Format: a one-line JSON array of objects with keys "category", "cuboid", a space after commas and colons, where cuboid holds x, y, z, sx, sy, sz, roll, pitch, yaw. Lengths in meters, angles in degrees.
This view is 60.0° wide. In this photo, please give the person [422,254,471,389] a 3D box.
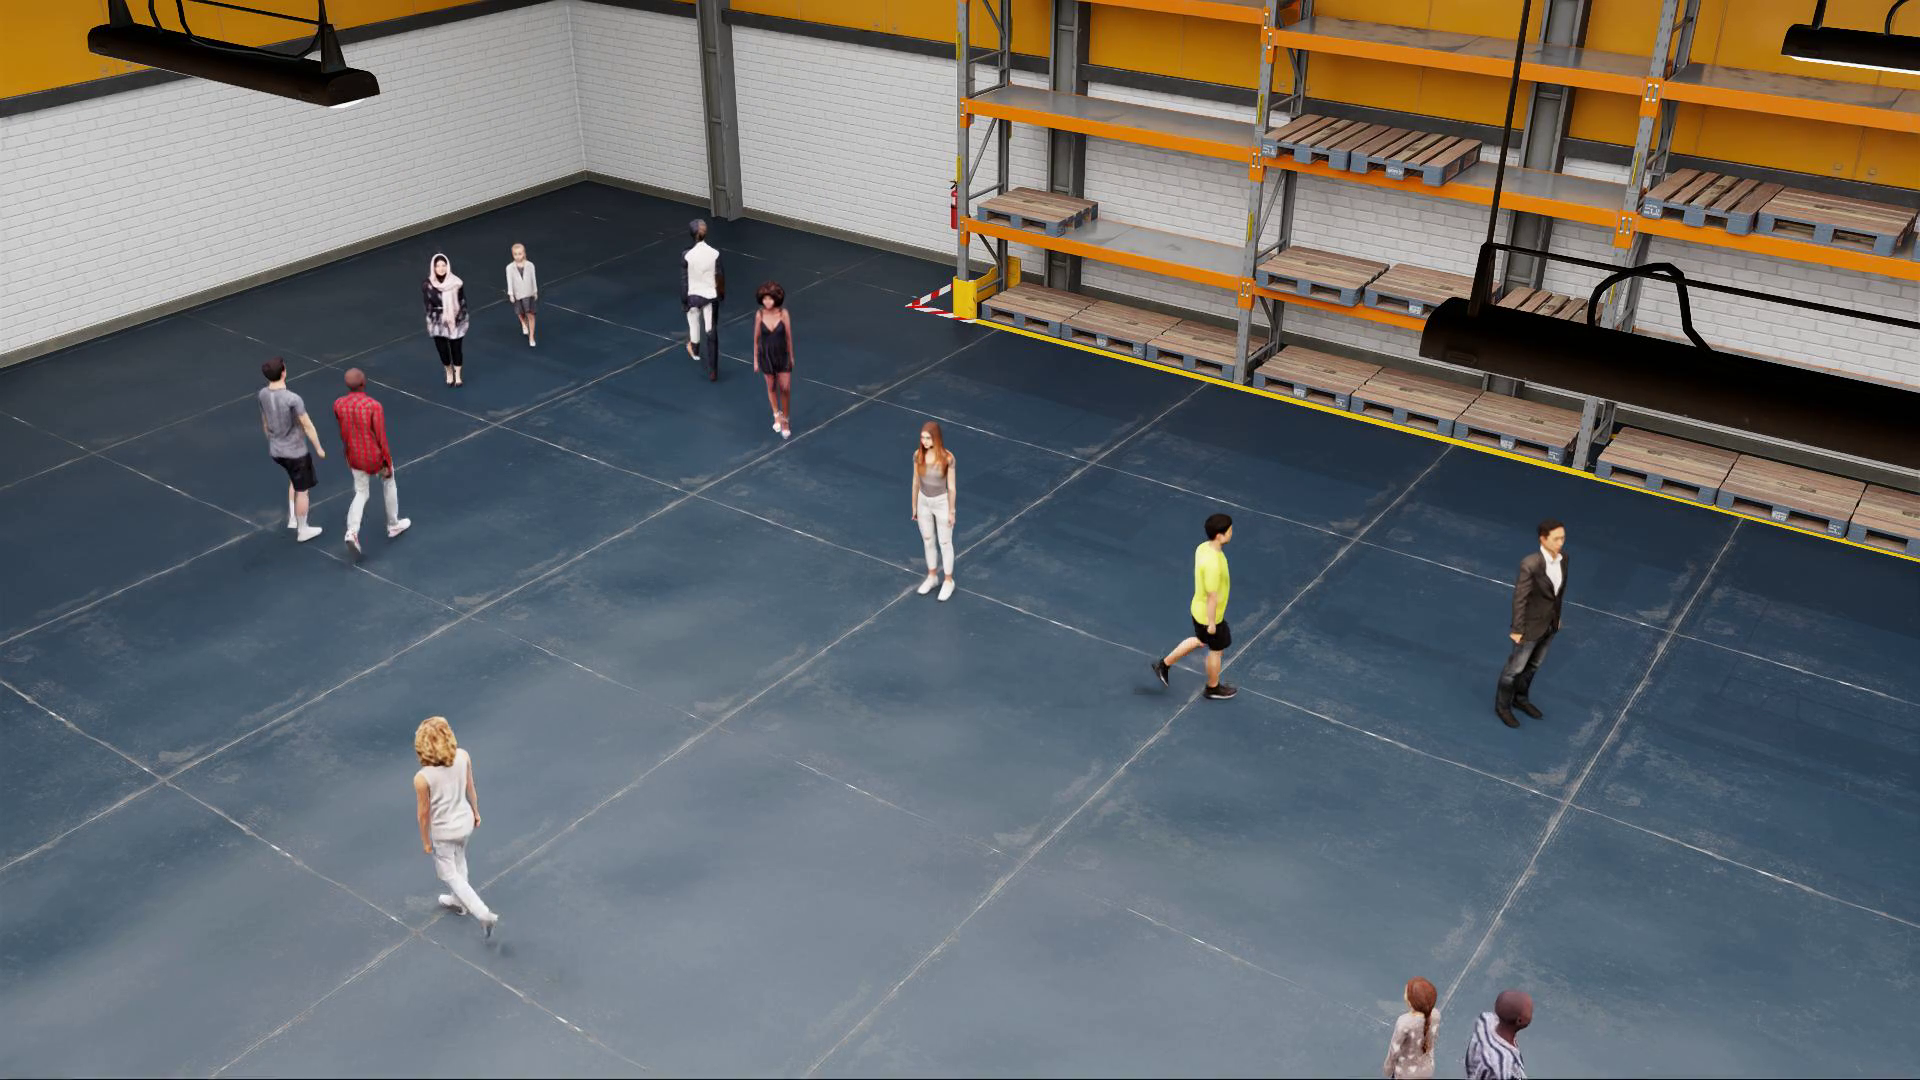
[{"category": "person", "cuboid": [-5.960, -2.572, 19.312, 0.793, 1.624, 0.843, -9, 30, -16]}]

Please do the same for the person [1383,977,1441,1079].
[{"category": "person", "cuboid": [2.597, 3.001, 9.546, 0.545, 1.193, 0.576, -12, 31, -21]}]

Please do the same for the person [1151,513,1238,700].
[{"category": "person", "cuboid": [1.942, 0.560, 13.501, 1.046, 1.691, 0.951, -2, 29, -4]}]

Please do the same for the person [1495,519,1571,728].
[{"category": "person", "cuboid": [4.578, 0.632, 13.252, 0.751, 1.803, 0.686, -17, 33, -28]}]

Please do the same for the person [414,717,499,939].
[{"category": "person", "cuboid": [-3.346, 1.921, 11.044, 0.937, 1.653, 0.602, 20, 34, 32]}]

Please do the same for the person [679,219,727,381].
[{"category": "person", "cuboid": [-2.988, -2.767, 19.435, 1.132, 1.849, 1.255, -9, 30, -16]}]

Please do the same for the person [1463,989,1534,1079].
[{"category": "person", "cuboid": [2.692, 3.085, 8.787, 1.048, 1.772, 0.941, 1, 29, 3]}]

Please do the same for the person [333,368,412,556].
[{"category": "person", "cuboid": [-5.659, -0.749, 15.784, 1.163, 1.802, 1.025, 5, 29, 9]}]

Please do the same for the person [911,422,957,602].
[{"category": "person", "cuboid": [-0.217, -0.292, 15.036, 0.532, 1.716, 0.685, 12, 31, 21]}]

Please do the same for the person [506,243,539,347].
[{"category": "person", "cuboid": [-5.406, -3.069, 20.607, 0.822, 1.256, 0.909, -6, 29, -11]}]

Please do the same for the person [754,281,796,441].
[{"category": "person", "cuboid": [-2.002, -1.995, 18.099, 0.777, 1.772, 0.828, 0, 29, 0]}]

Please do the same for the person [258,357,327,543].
[{"category": "person", "cuboid": [-6.452, -0.823, 15.857, 0.635, 1.862, 0.773, 14, 32, 24]}]
